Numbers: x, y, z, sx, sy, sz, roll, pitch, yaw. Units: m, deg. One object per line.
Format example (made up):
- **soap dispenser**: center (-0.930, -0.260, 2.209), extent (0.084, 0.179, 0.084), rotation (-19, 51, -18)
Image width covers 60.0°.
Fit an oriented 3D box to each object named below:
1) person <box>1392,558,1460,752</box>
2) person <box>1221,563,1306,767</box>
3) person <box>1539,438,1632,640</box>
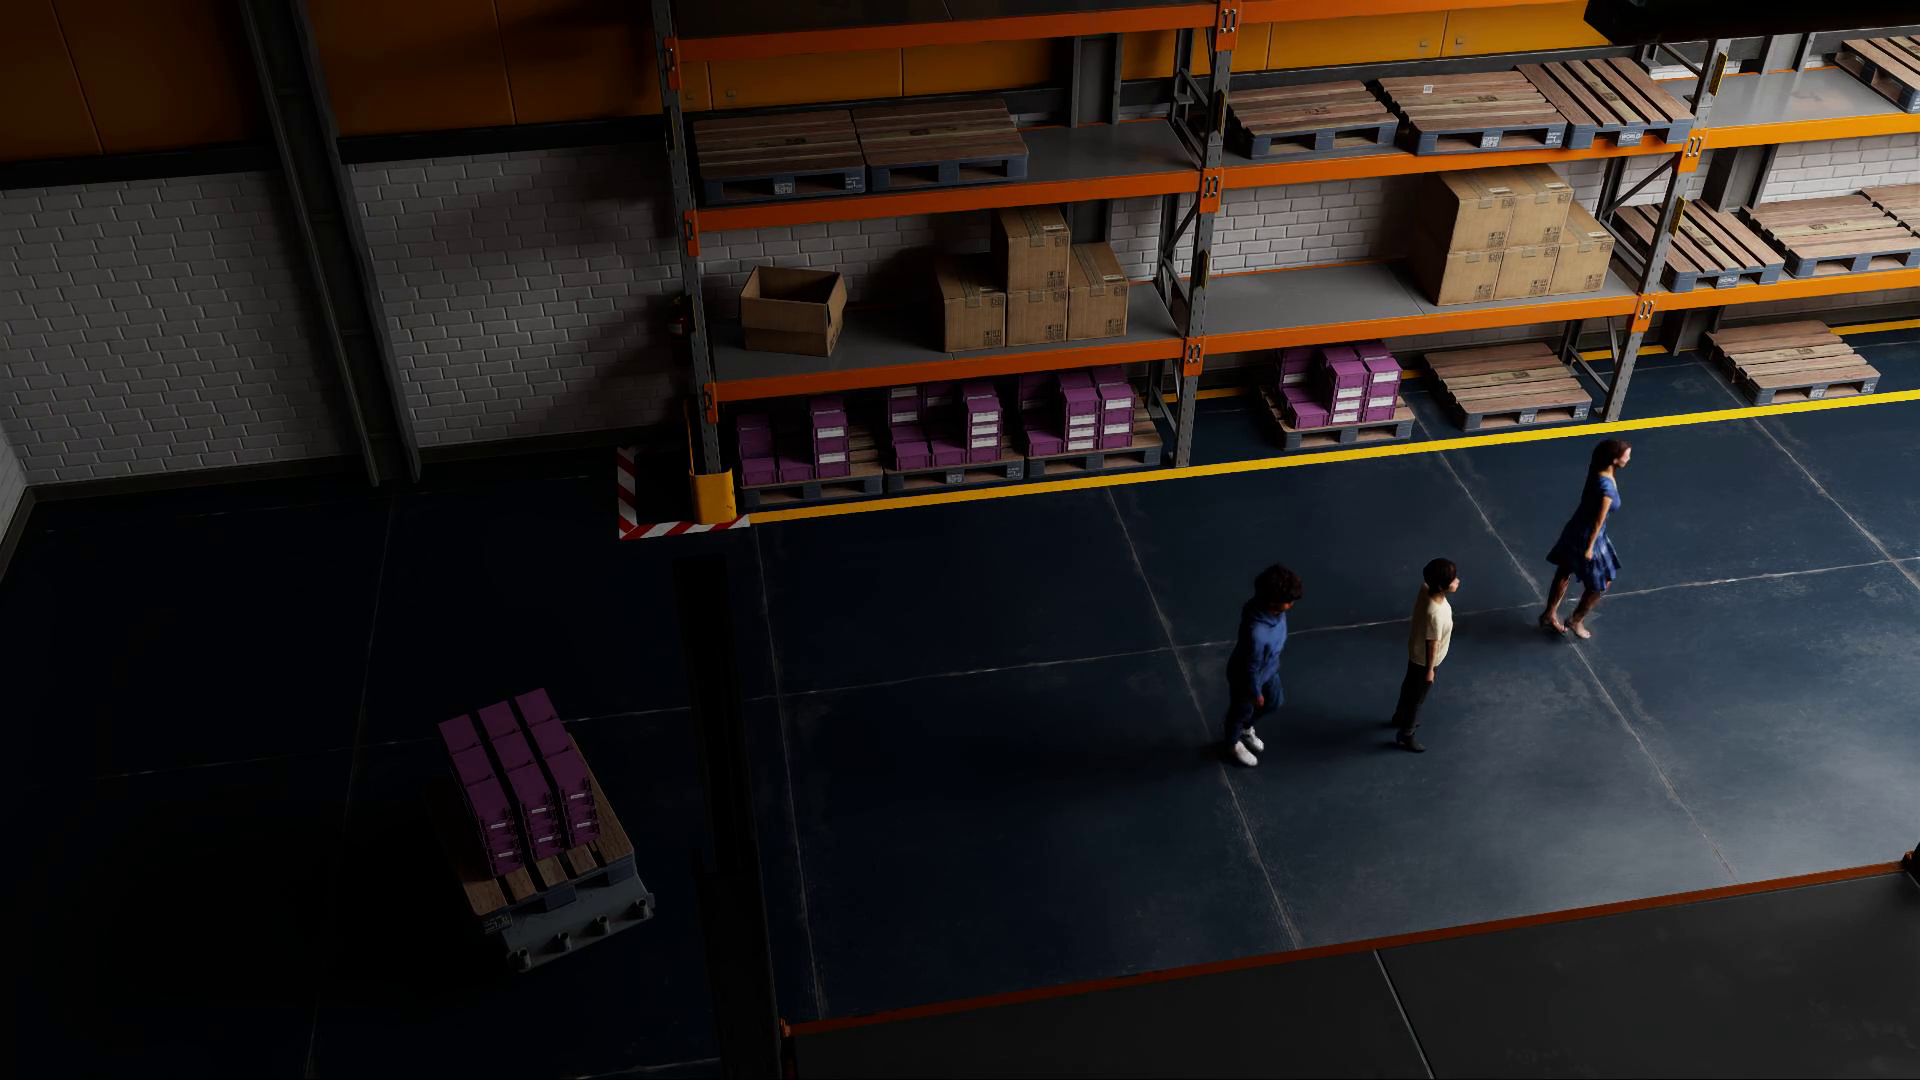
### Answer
- **person**: center (3.185, 0.771, 11.393), extent (0.574, 1.587, 0.641), rotation (4, 39, 5)
- **person**: center (1.902, 0.824, 11.169), extent (0.885, 1.784, 0.830), rotation (20, 43, 23)
- **person**: center (4.504, 0.009, 12.182), extent (0.788, 1.794, 0.733), rotation (2, 39, 2)
